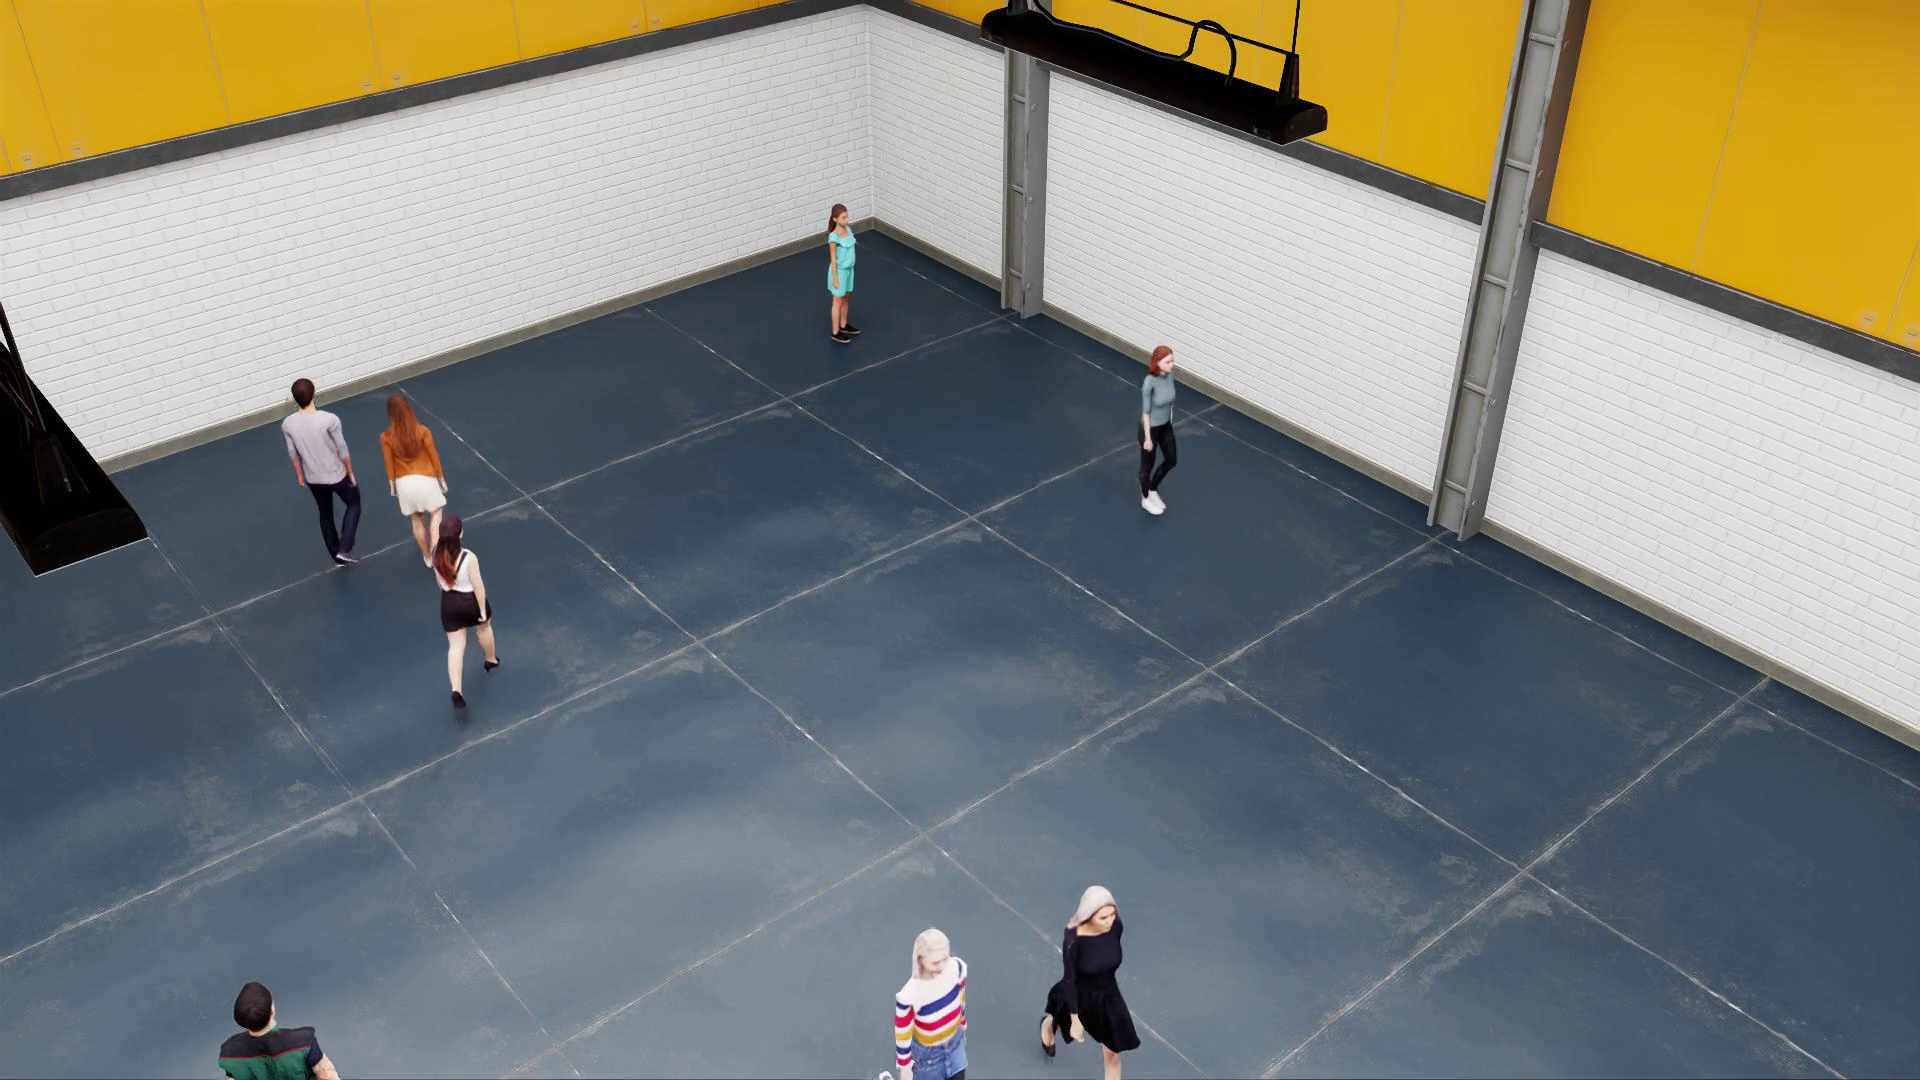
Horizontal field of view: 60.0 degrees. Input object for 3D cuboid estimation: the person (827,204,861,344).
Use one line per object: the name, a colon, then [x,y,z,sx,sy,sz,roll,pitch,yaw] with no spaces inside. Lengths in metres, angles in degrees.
person: [-1.293,-2.945,18.224,0.631,1.558,0.619,16,37,23]

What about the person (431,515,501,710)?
person: [-3.884,0.575,12.876,0.991,1.615,1.075,1,34,2]

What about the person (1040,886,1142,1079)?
person: [0.686,2.641,9.693,0.777,1.698,1.226,-16,37,-22]

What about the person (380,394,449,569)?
person: [-4.673,-0.438,14.320,0.786,1.704,0.845,-6,34,-9]

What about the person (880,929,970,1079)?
person: [-0.190,2.822,9.338,0.652,1.790,0.973,-26,42,-33]

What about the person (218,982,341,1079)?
person: [-3.519,3.122,8.812,1.137,1.874,1.262,-1,34,-1]

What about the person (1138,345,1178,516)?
person: [1.727,-1.024,15.175,0.599,1.735,0.573,-26,41,-33]

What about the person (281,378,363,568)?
person: [-5.477,-0.511,14.316,0.833,1.831,0.885,-1,34,-1]
